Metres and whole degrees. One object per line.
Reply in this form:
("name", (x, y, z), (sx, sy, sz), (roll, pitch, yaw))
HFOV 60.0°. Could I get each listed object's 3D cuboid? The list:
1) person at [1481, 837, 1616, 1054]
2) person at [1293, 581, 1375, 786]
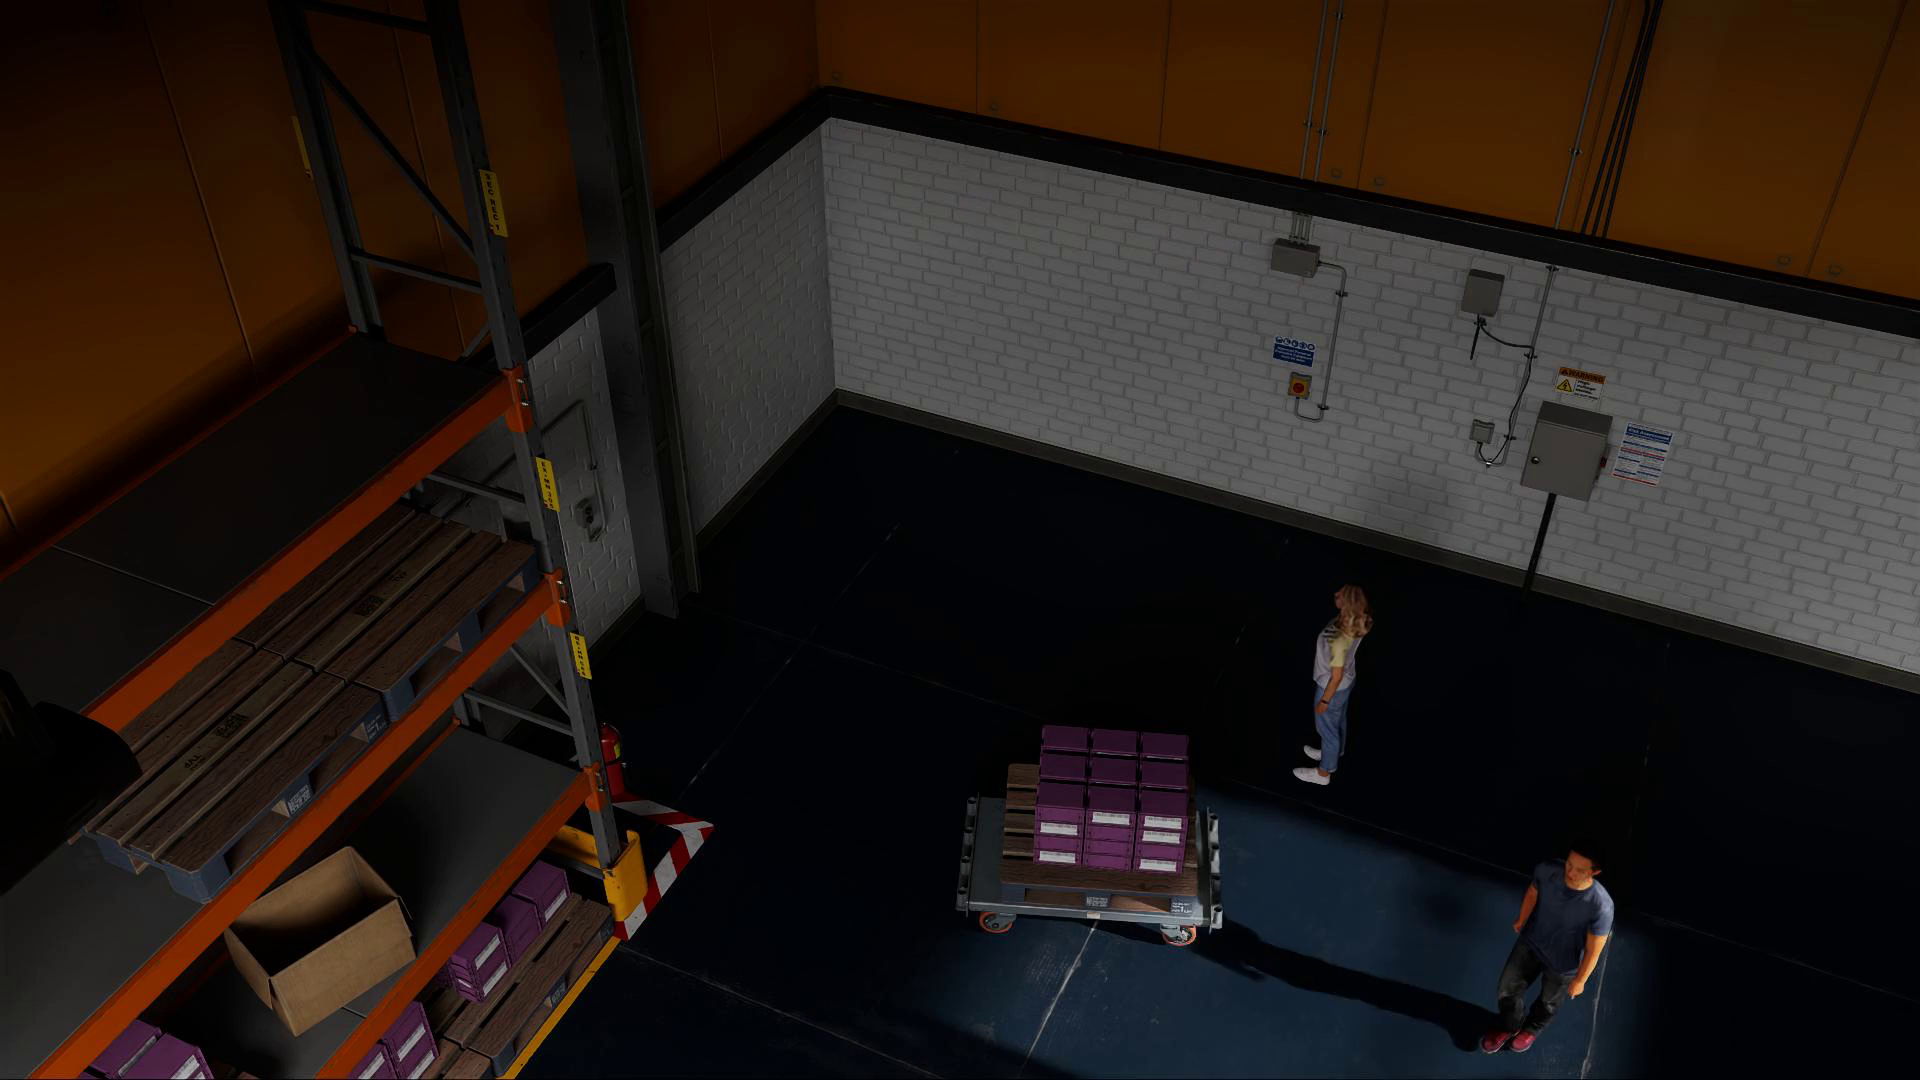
("person", (3.409, 2.265, 9.414), (0.809, 1.799, 0.799), (-29, 47, -31))
("person", (2.518, 0.958, 11.112), (0.693, 1.723, 0.491), (19, 42, 22))
